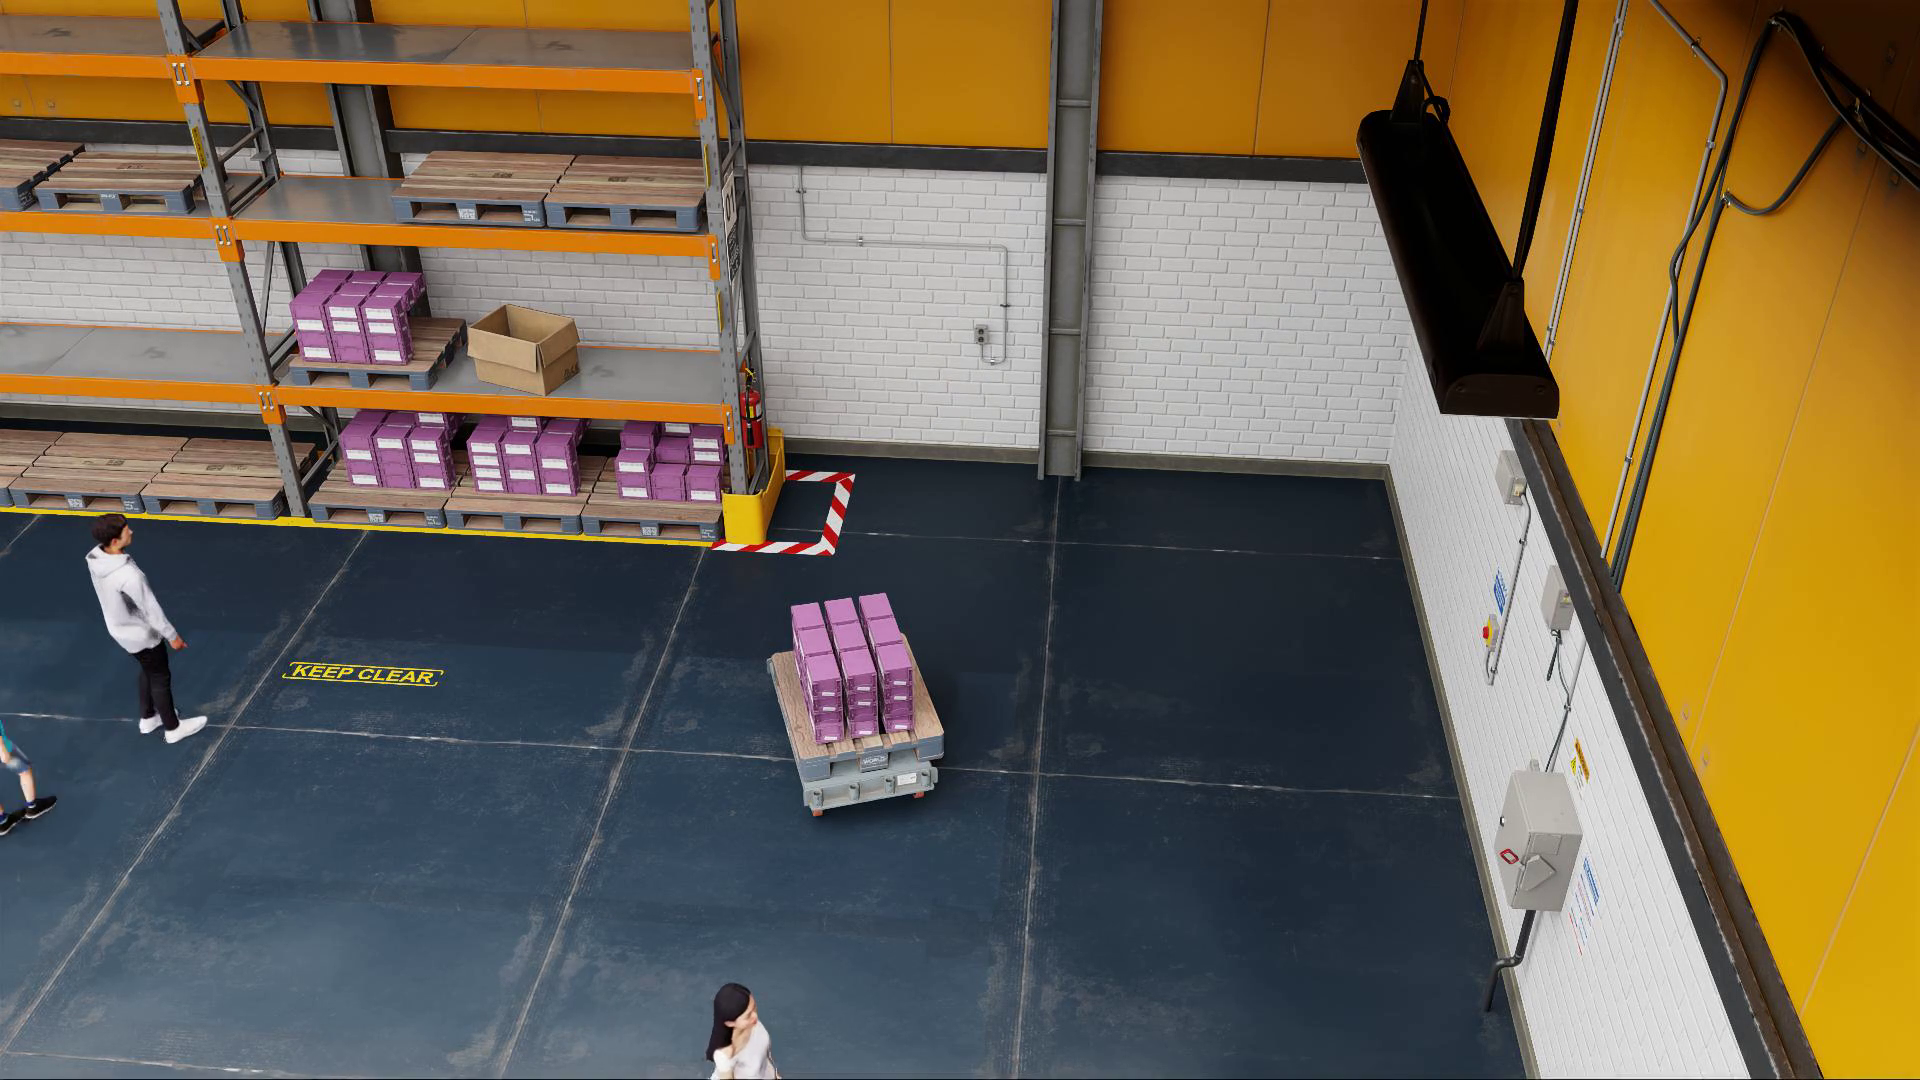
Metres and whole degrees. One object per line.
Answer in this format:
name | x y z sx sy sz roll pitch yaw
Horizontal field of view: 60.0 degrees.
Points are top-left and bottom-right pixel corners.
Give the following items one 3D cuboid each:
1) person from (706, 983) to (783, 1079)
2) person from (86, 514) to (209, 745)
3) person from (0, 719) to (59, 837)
person | -1.175 2.879 8.521 1.095 1.743 0.601 3 34 5
person | -5.833 0.666 11.690 0.789 1.921 0.896 23 40 30
person | -6.519 1.385 11.043 0.622 1.439 0.673 9 35 13
